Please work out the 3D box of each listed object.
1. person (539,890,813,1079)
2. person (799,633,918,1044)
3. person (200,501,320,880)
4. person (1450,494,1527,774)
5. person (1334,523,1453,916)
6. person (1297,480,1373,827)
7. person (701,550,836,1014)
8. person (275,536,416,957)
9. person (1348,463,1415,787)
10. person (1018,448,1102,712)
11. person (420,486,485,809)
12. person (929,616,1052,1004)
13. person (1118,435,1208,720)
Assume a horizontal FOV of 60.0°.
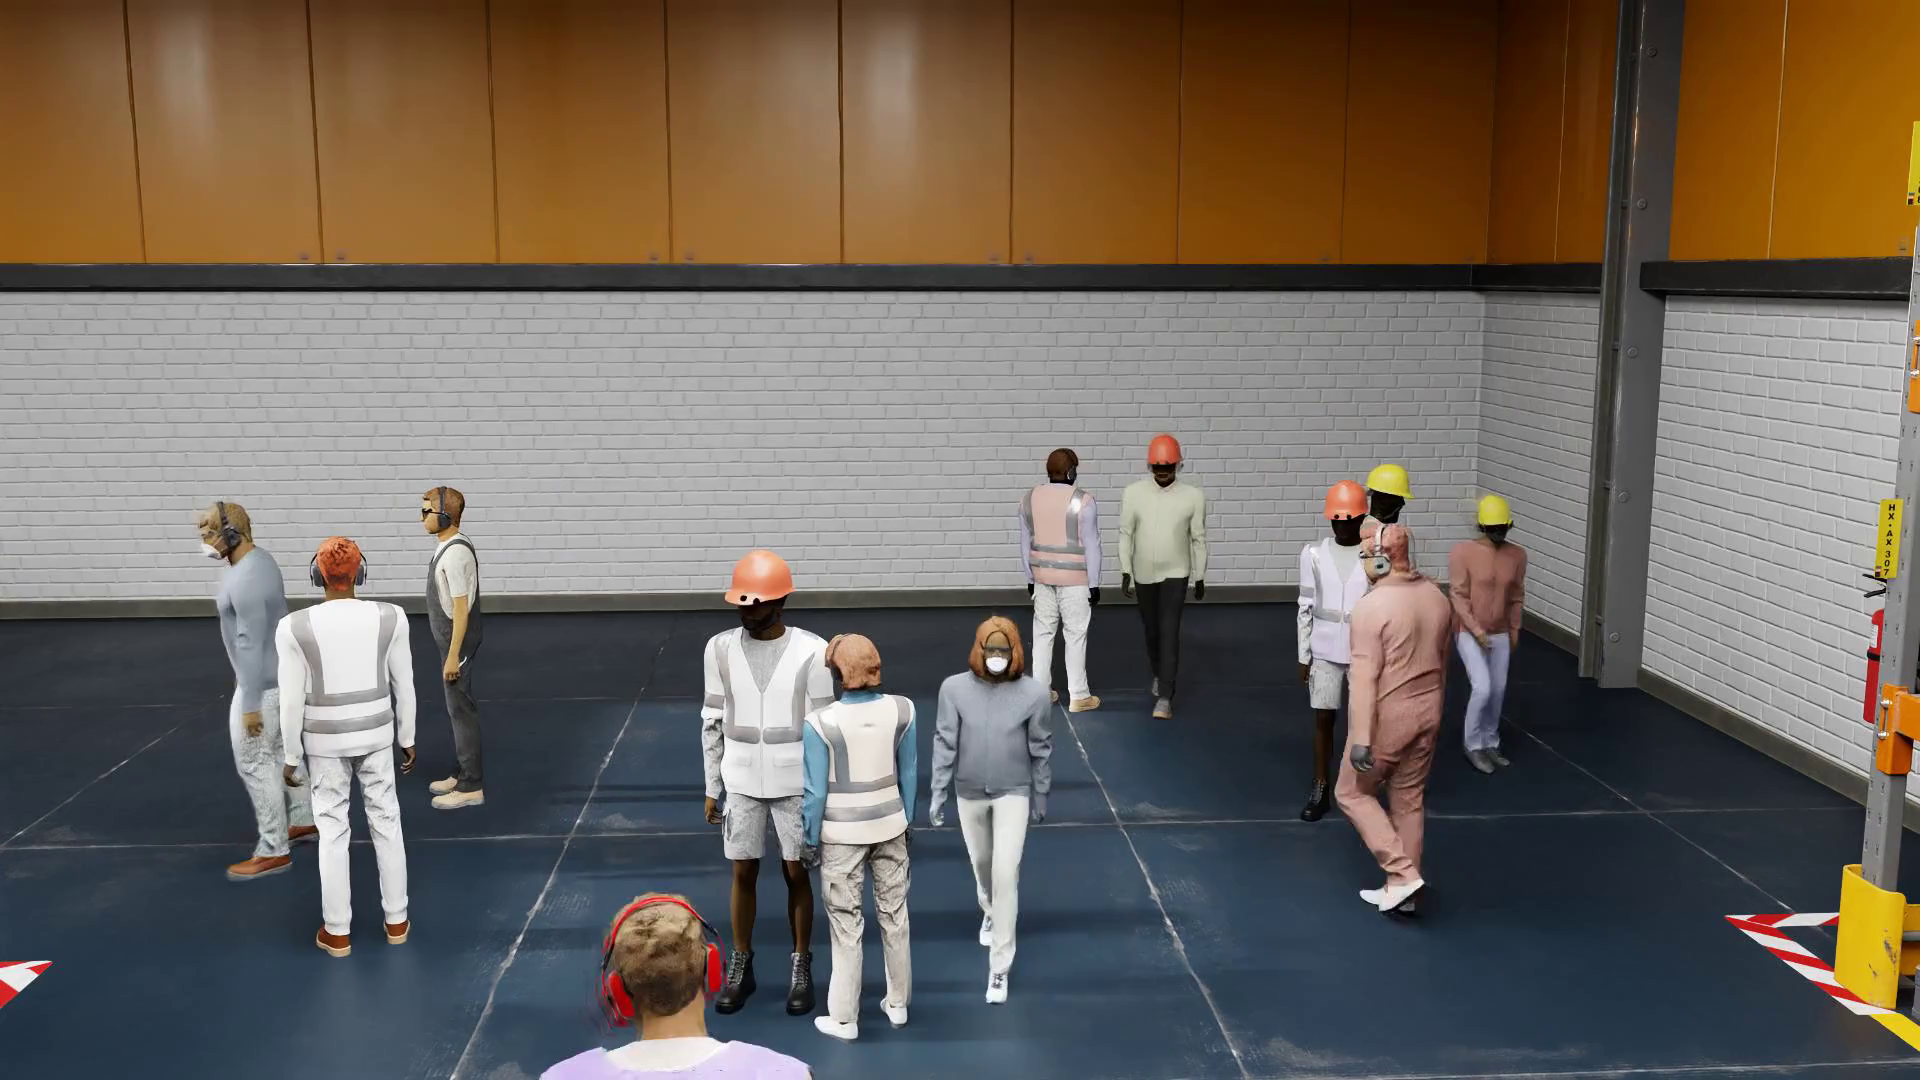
[{"bbox_3d":[-0.526,1.599,3.351,0.597,1.819,0.566,1,9,5],"label":"person"},{"bbox_3d":[-0.394,1.174,6.603,0.513,1.640,0.311,-5,11,-30],"label":"person"},{"bbox_3d":[-3.519,0.739,8.466,0.520,1.916,0.743,-3,10,-19],"label":"person"},{"bbox_3d":[3.197,0.567,10.138,0.536,1.723,0.508,-3,9,-16],"label":"person"},{"bbox_3d":[2.021,0.856,7.821,0.681,1.883,0.432,-7,11,-37],"label":"person"},{"bbox_3d":[2.113,0.625,9.154,0.541,1.929,0.382,4,10,23],"label":"person"},{"bbox_3d":[-0.786,0.993,6.809,0.552,1.933,0.361,1,9,5],"label":"person"},{"bbox_3d":[-2.732,0.917,7.451,0.584,1.881,0.337,-5,11,-31],"label":"person"},{"bbox_3d":[2.499,0.498,9.959,0.371,1.923,0.586,1,9,9],"label":"person"},{"bbox_3d":[0.720,0.276,11.609,0.624,1.845,0.429,6,11,33],"label":"person"},{"bbox_3d":[-2.906,0.606,9.521,0.337,1.845,0.514,-3,9,-17],"label":"person"},{"bbox_3d":[0.147,1.098,7.238,0.501,1.591,0.862,2,9,13],"label":"person"},{"bbox_3d":[1.424,0.219,11.682,0.590,1.941,1.018,3,10,18],"label":"person"}]
